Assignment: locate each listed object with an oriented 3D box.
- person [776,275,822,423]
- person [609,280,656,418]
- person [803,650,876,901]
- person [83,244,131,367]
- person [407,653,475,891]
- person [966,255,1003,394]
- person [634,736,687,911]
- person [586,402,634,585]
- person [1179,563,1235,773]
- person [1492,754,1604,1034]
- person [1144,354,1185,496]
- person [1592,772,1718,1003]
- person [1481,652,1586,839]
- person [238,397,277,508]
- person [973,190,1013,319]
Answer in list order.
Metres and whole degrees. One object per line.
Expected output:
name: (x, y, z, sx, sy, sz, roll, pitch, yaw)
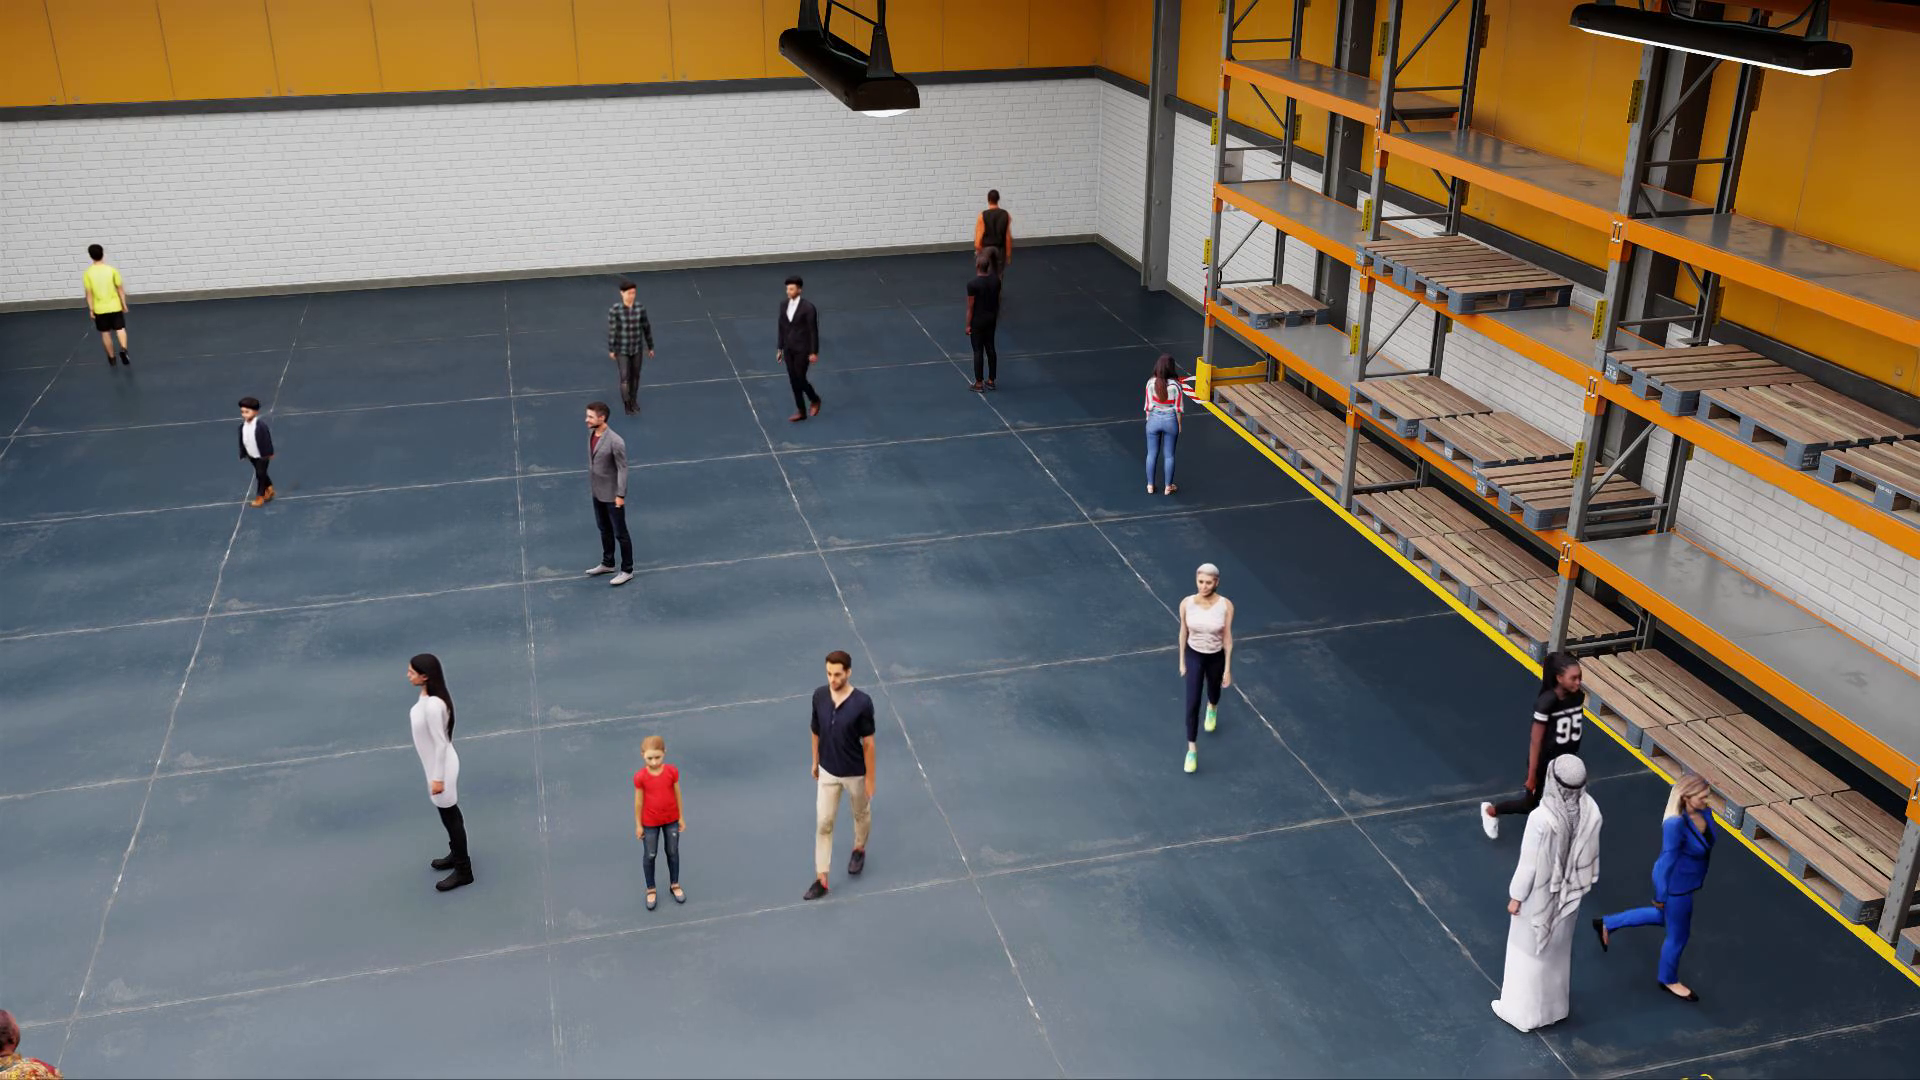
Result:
person: (-1.963, -2.403, 20.757, 0.867, 1.868, 0.937, 17, 29, 34)
person: (-4.202, -2.458, 20.963, 0.823, 1.708, 0.885, -12, 26, -26)
person: (-0.783, 1.573, 11.713, 0.997, 1.827, 1.172, 6, 24, 13)
person: (-11.654, -3.177, 22.747, 0.757, 1.692, 0.958, -13, 27, -27)
person: (-3.637, 1.604, 11.665, 0.688, 1.808, 0.482, -8, 25, -19)
person: (0.306, -2.849, 21.837, 0.734, 1.820, 0.684, -15, 28, -31)
person: (-2.084, 1.931, 11.540, 0.506, 1.310, 0.501, -8, 25, -18)
person: (-3.468, -0.483, 16.361, 0.728, 1.872, 0.838, 21, 31, 39)
person: (1.987, 0.943, 13.351, 0.932, 1.670, 1.220, 4, 24, 9)
person: (3.621, 2.168, 10.230, 0.695, 1.926, 0.626, -8, 25, -17)
person: (2.263, -1.301, 18.555, 0.671, 1.613, 0.677, 7, 24, 15)
person: (4.440, 2.159, 10.567, 1.080, 1.672, 0.966, 16, 28, 33)
person: (4.140, 1.577, 11.855, 0.782, 1.705, 1.137, -12, 26, -26)
person: (-7.737, -1.008, 18.390, 0.686, 1.208, 0.802, 6, 24, 13)
person: (0.534, -4.283, 25.038, 0.719, 1.885, 0.903, -6, 24, -13)
